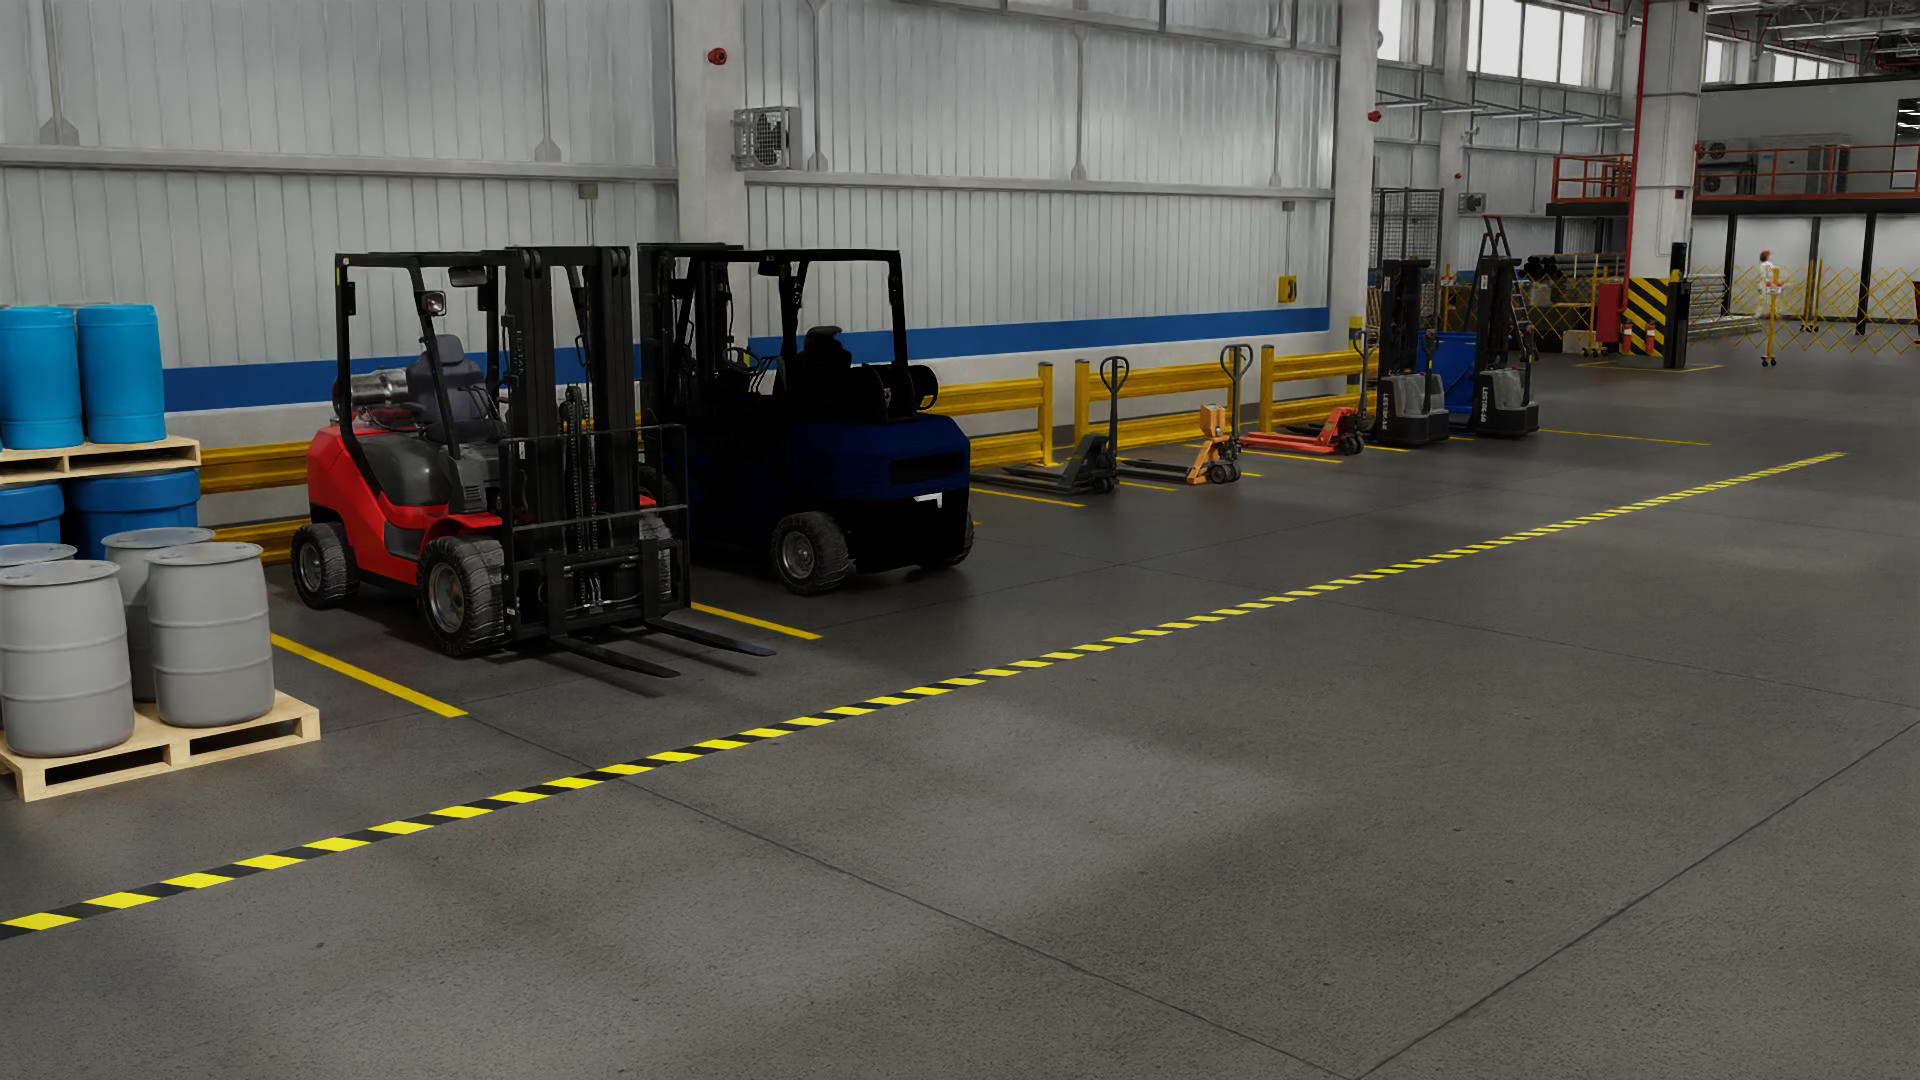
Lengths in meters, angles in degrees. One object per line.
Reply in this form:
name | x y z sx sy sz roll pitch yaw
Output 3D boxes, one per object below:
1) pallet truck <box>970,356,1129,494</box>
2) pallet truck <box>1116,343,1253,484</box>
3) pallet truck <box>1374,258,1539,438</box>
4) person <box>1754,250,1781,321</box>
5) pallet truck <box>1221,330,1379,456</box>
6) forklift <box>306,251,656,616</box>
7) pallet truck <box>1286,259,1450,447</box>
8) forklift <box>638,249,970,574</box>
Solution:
pallet truck | 0.784 -1.085 14.876 0.680 1.201 1.601 -10 14 -44
pallet truck | 1.962 -1.215 15.415 1.522 1.261 0.704 10 14 43
pallet truck | 5.704 -2.208 18.901 1.885 1.965 0.823 10 14 43
person | 20.999 -6.602 43.272 0.798 1.861 0.586 10 14 43
pallet truck | 3.563 -1.581 17.381 0.653 1.274 1.630 -10 14 -44
forklift | -2.833 -0.669 9.694 1.157 1.987 2.680 -10 14 -44
pallet truck | 4.493 -2.078 18.196 0.823 1.965 1.885 -9 14 -40
forklift | -1.173 -0.958 11.239 2.680 1.987 1.157 10 14 43
